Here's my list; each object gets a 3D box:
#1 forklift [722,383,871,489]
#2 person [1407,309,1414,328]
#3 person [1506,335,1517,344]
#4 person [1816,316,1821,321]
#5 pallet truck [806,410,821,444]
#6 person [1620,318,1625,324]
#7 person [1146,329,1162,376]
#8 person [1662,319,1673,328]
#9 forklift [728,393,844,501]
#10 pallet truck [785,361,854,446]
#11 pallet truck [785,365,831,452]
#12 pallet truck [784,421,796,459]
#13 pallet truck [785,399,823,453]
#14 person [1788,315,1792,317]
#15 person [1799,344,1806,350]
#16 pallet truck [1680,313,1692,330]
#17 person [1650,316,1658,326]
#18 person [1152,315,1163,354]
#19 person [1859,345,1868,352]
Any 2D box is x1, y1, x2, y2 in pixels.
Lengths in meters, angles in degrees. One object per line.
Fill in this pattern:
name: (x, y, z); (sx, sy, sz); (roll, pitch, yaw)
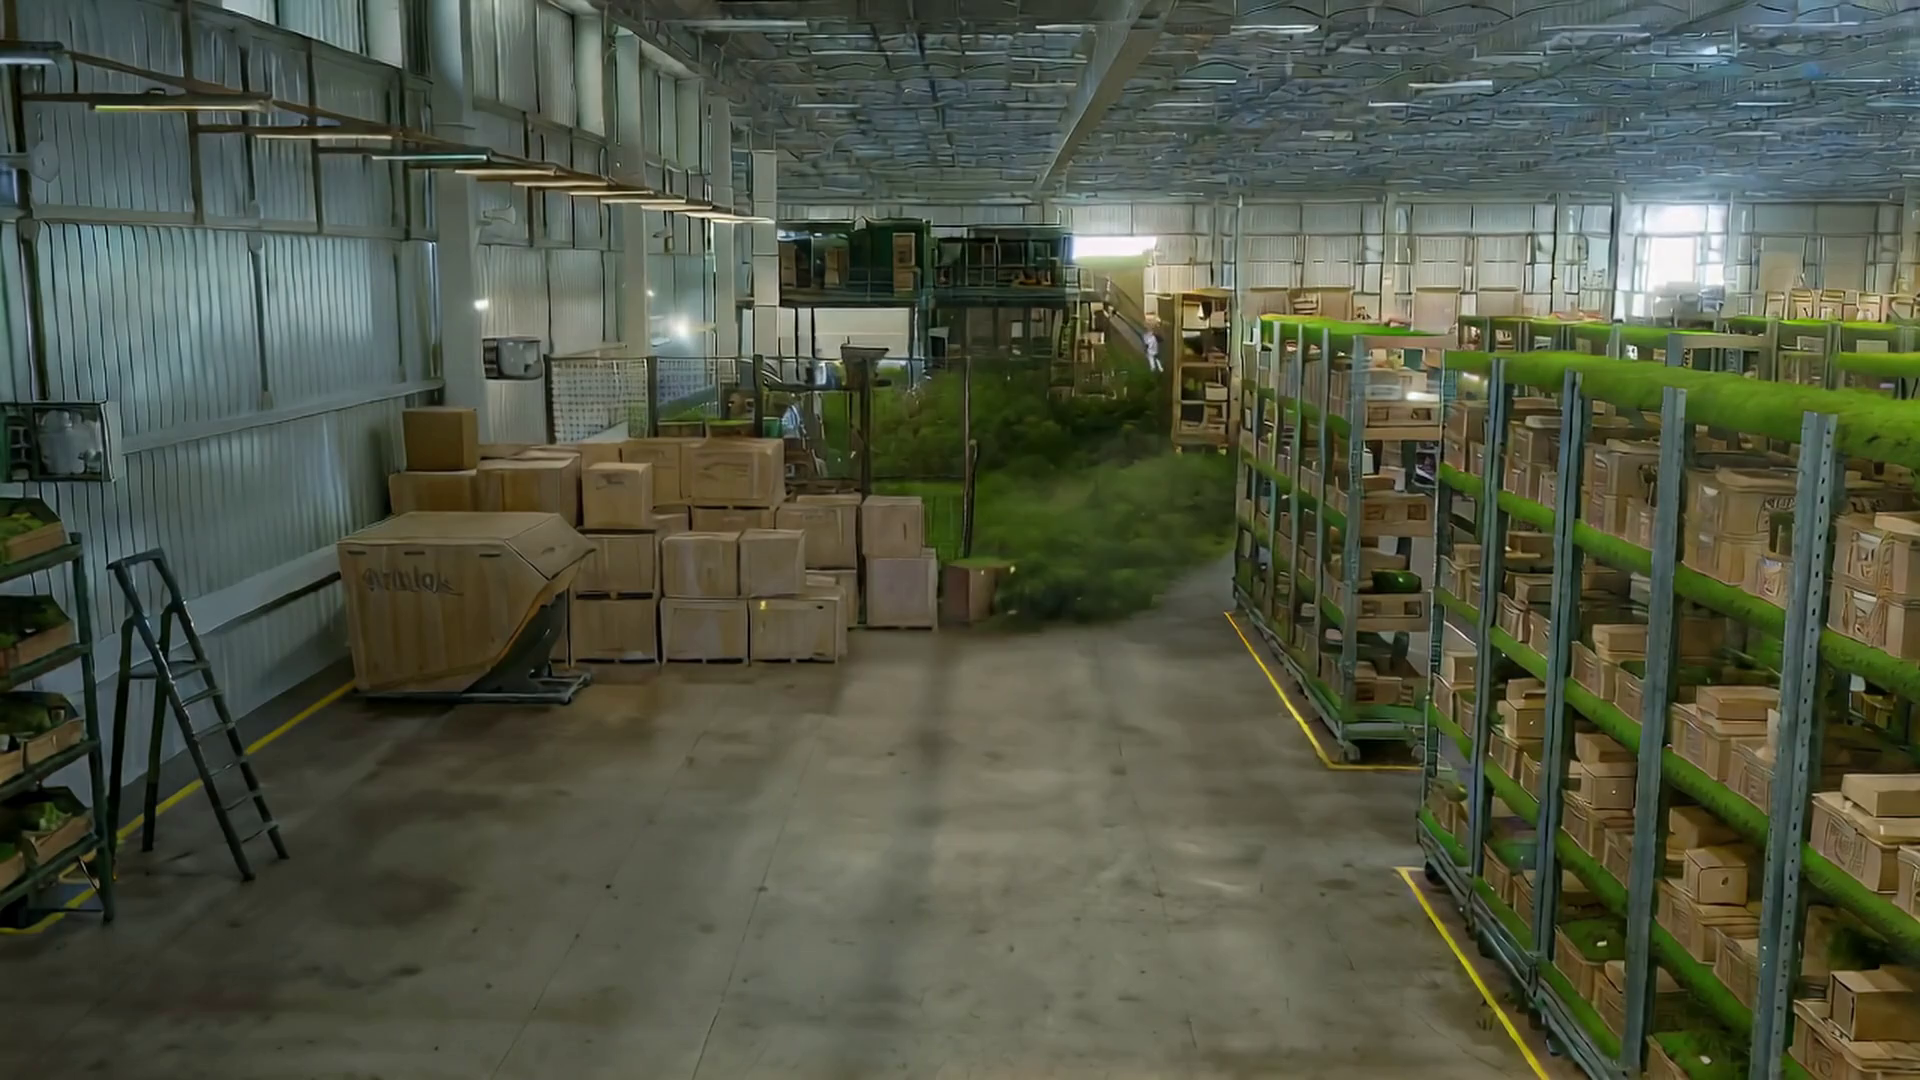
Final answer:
forklift: (-2.893, -1.687, 28.729); (2.680, 1.987, 1.157); (0, 9, -1)
person: (25.606, -12.185, 94.694); (0.395, 1.920, 0.584); (7, 11, 35)
person: (17.542, -5.485, 52.963); (0.365, 2.048, 0.607); (3, 10, 16)
person: (41.239, -9.781, 79.903); (0.391, 1.911, 0.584); (-1, 9, -5)
pallet truck: (-3.559, -2.018, 33.905); (1.522, 1.261, 0.704); (0, 9, -1)
person: (30.848, -9.419, 77.628); (0.586, 1.920, 0.398); (8, 12, 41)
person: (7.491, -7.269, 64.528); (0.566, 1.861, 0.621); (-3, 10, -17)
person: (32.768, -9.308, 77.086); (0.514, 1.873, 0.329); (1, 9, 4)
forklift: (-2.979, -1.316, 26.476); (2.680, 1.987, 1.157); (0, 9, 1)
pallet truck: (-3.410, -3.193, 38.978); (1.885, 1.965, 0.823); (0, 9, -1)
pallet truck: (-3.774, -2.976, 37.635); (1.885, 1.965, 0.823); (1, 9, 5)
pallet truck: (-4.013, -1.793, 32.705); (1.601, 1.201, 0.680); (0, 9, 1)
pallet truck: (-3.814, -2.432, 36.419); (1.630, 1.274, 0.653); (0, 9, 1)
person: (40.394, -9.989, 81.128); (0.466, 1.920, 0.649); (-6, 11, -31)
person: (27.953, -5.677, 55.226); (0.541, 1.682, 0.600); (1, 9, 6)
pallet truck: (36.315, -10.531, 84.244); (0.823, 1.965, 1.885); (-6, 11, -33)
person: (33.560, -9.845, 80.349); (1.023, 1.882, 0.659); (6, 11, 35)
person: (9.769, -10.180, 82.334); (0.546, 1.923, 0.438); (0, 9, -1)
person: (28.137, -5.204, 51.986); (0.612, 1.792, 0.893); (1, 9, 3)
